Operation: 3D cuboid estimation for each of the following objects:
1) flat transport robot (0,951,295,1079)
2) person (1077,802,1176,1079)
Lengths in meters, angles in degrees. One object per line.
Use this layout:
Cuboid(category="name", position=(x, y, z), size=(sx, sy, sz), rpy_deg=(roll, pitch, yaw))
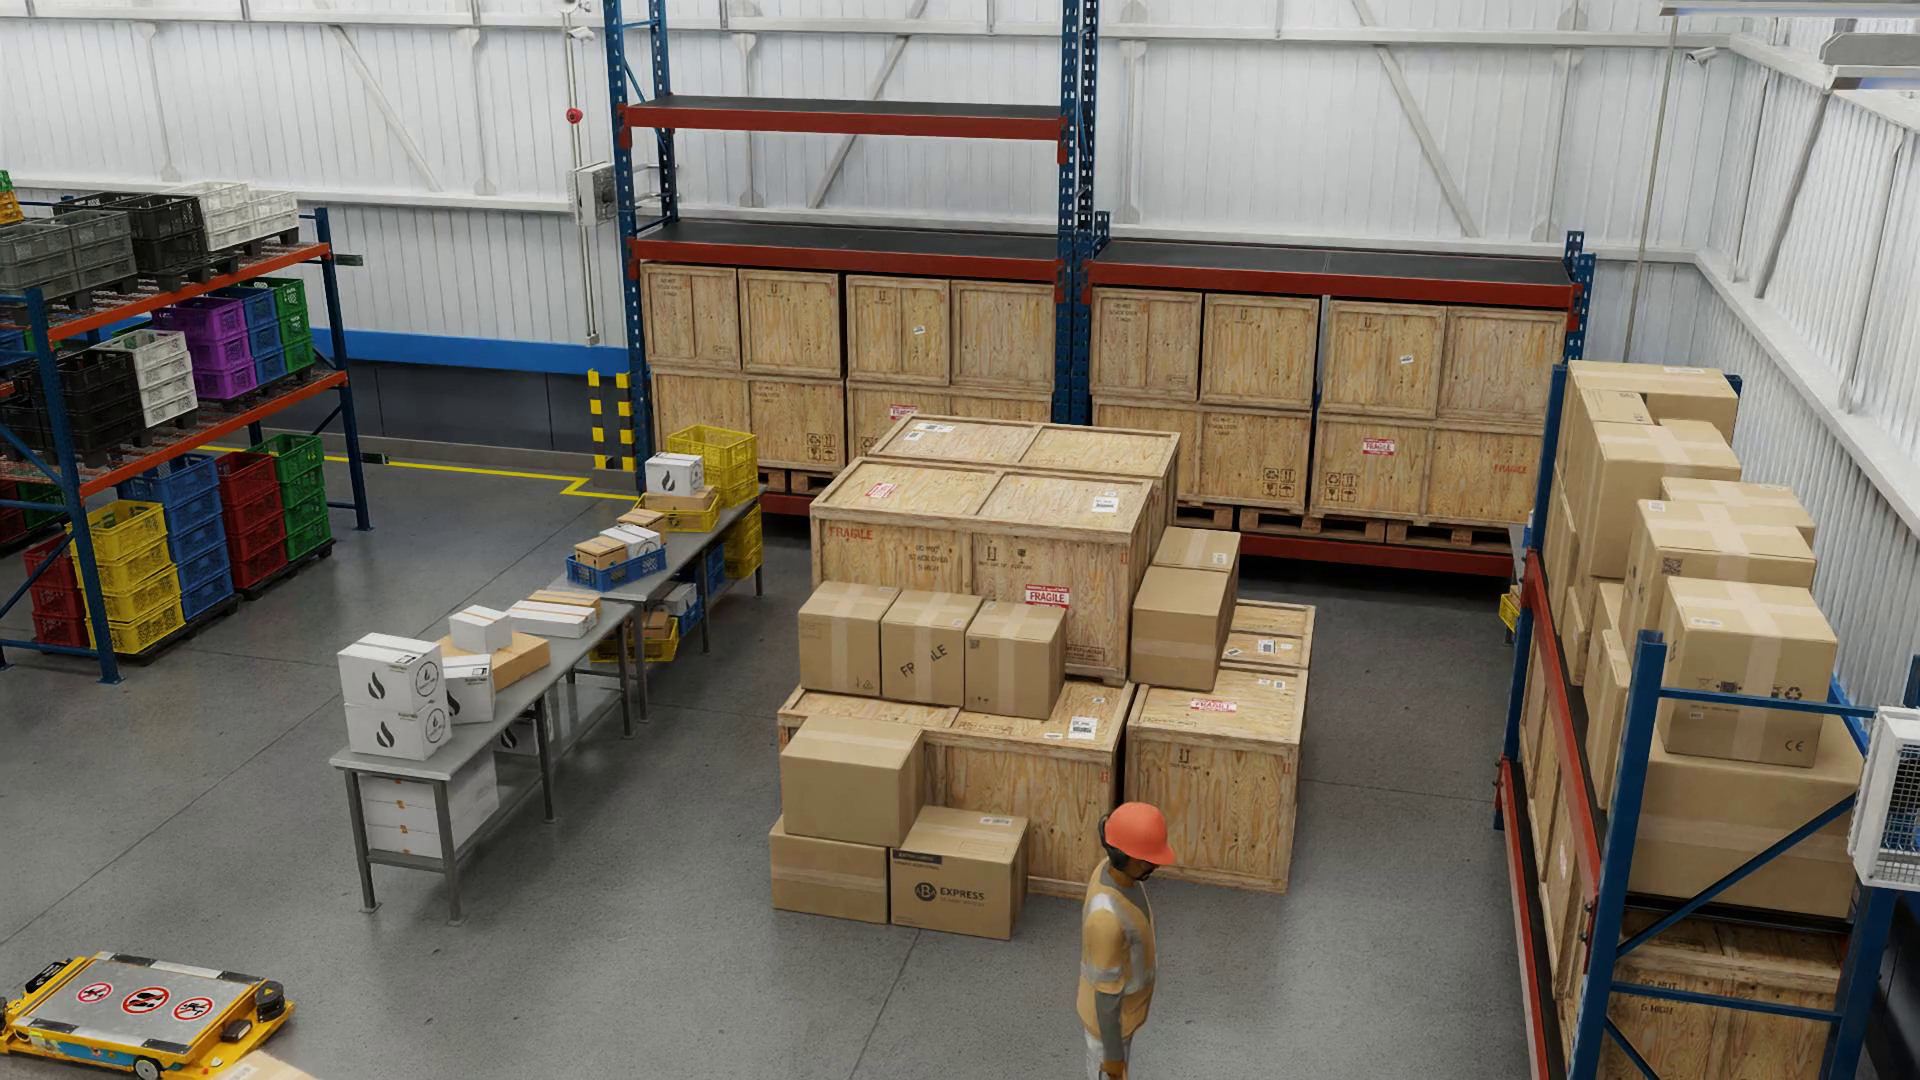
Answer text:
Cuboid(category="flat transport robot", position=(-4.270, 2.464, 8.601), size=(1.431, 0.231, 0.659), rpy_deg=(5, 22, 13))
Cuboid(category="person", position=(0.707, 2.044, 7.232), size=(0.389, 2.033, 0.605), rpy_deg=(4, 21, 10))
